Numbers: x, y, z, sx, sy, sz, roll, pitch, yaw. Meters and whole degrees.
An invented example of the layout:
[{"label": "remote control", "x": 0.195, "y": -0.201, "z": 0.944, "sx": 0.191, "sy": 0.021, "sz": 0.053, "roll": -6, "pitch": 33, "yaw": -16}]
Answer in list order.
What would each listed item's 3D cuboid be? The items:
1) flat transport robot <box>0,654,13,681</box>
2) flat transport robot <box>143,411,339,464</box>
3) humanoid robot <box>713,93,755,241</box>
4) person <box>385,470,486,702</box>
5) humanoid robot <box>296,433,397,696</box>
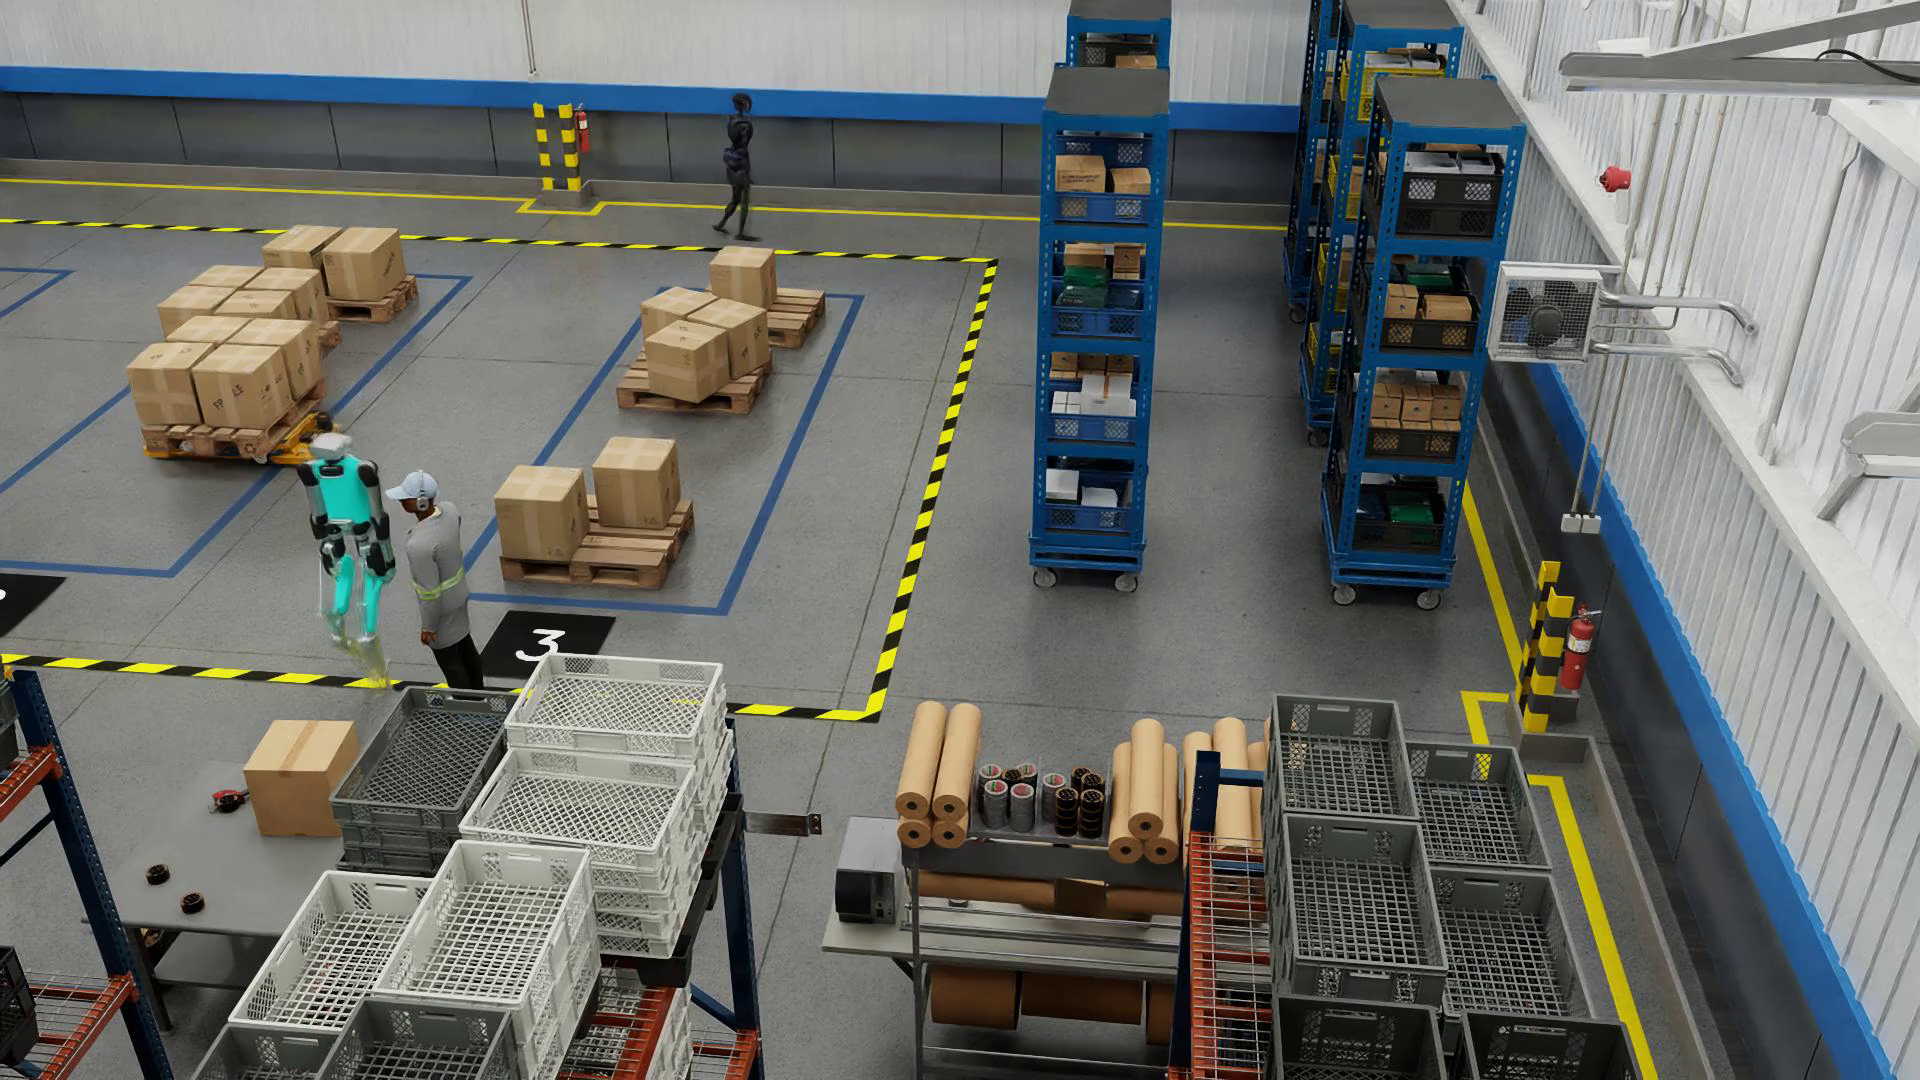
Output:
[{"label": "flat transport robot", "x": -7.142, "y": 0.969, "z": 11.010, "sx": 1.431, "sy": 0.231, "sz": 0.659, "roll": 3, "pitch": 30, "yaw": 6}, {"label": "flat transport robot", "x": -6.145, "y": -0.911, "z": 14.211, "sx": 1.431, "sy": 0.197, "sz": 0.652, "roll": 3, "pitch": 30, "yaw": 6}, {"label": "humanoid robot", "x": -2.489, "y": -4.110, "z": 18.337, "sx": 0.481, "sy": 1.636, "sz": 0.610, "roll": -11, "pitch": 32, "yaw": -19}, {"label": "person", "x": -3.267, "y": 0.389, "z": 10.430, "sx": 0.369, "sy": 1.852, "sz": 0.596, "roll": 2, "pitch": 30, "yaw": 4}, {"label": "humanoid robot", "x": -4.028, "y": 0.255, "z": 10.851, "sx": 0.575, "sy": 1.837, "sz": 0.745, "roll": 4, "pitch": 30, "yaw": 7}]
